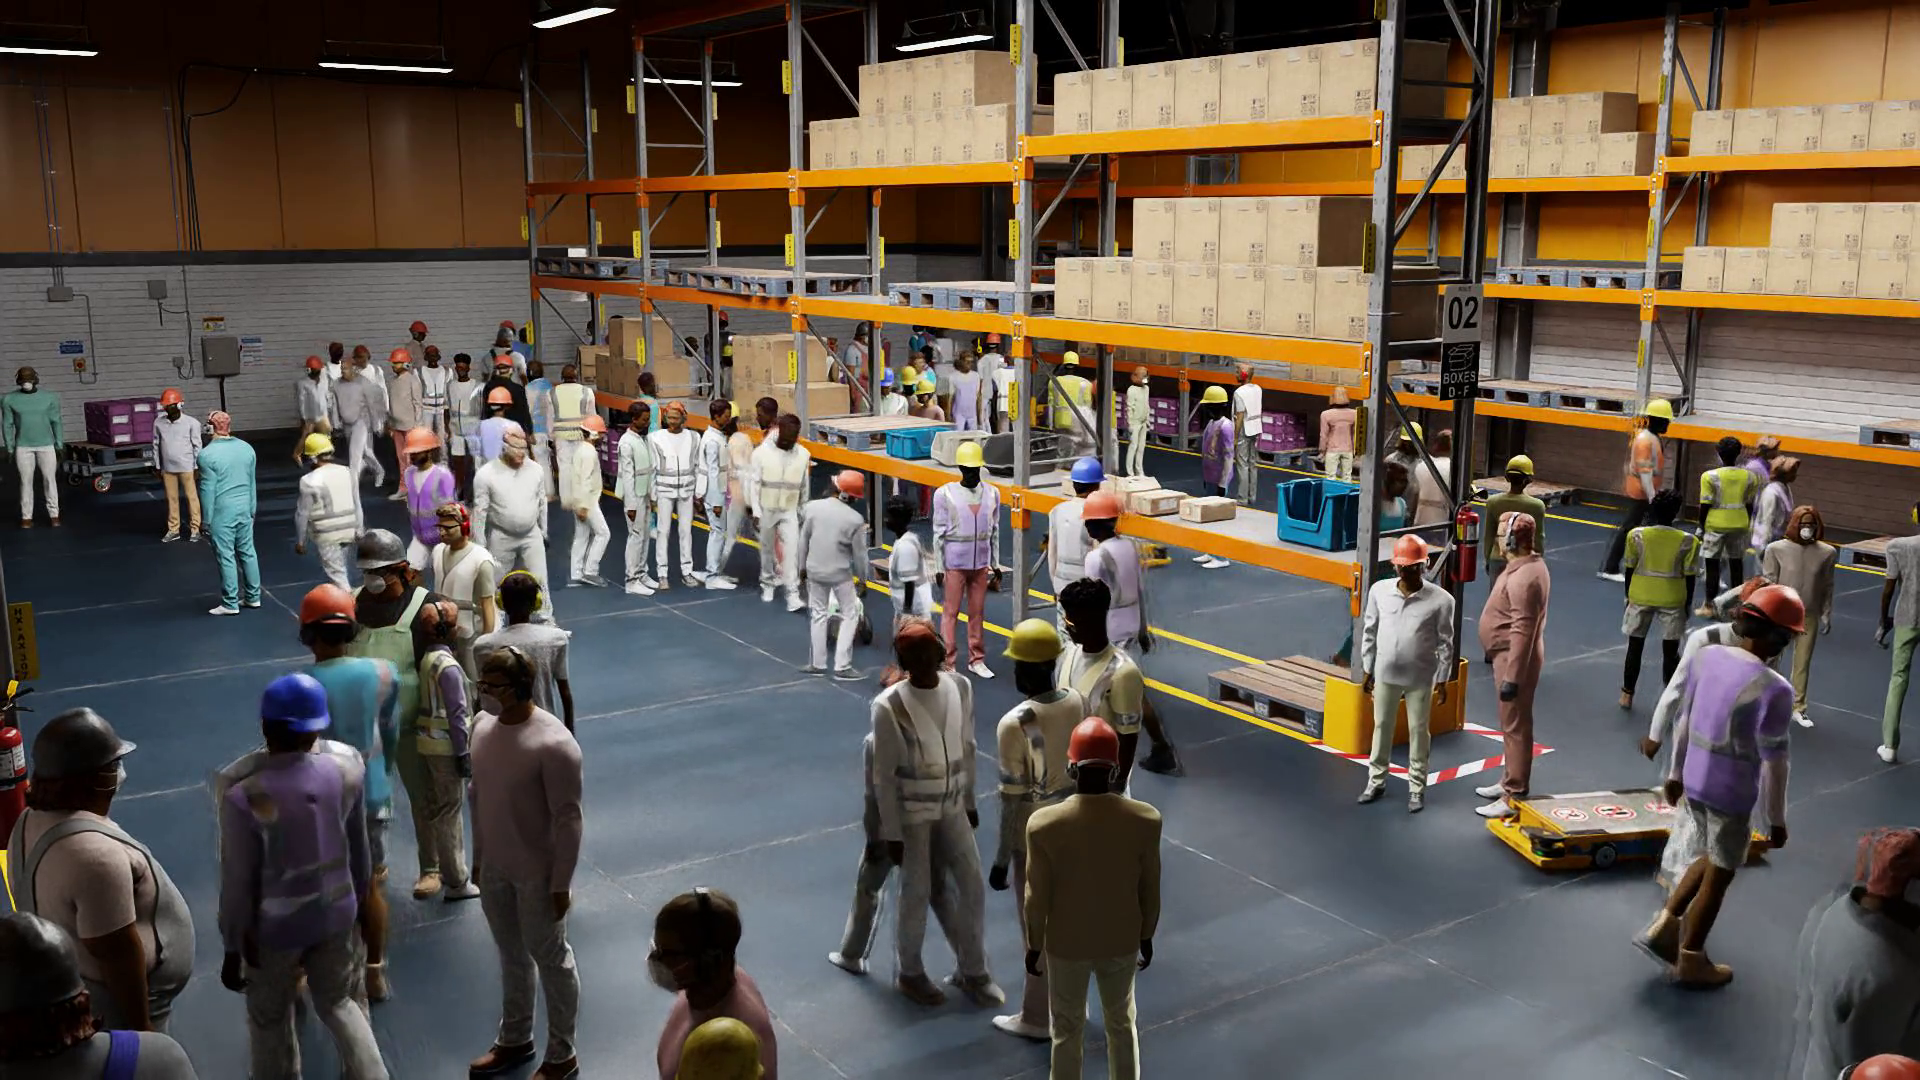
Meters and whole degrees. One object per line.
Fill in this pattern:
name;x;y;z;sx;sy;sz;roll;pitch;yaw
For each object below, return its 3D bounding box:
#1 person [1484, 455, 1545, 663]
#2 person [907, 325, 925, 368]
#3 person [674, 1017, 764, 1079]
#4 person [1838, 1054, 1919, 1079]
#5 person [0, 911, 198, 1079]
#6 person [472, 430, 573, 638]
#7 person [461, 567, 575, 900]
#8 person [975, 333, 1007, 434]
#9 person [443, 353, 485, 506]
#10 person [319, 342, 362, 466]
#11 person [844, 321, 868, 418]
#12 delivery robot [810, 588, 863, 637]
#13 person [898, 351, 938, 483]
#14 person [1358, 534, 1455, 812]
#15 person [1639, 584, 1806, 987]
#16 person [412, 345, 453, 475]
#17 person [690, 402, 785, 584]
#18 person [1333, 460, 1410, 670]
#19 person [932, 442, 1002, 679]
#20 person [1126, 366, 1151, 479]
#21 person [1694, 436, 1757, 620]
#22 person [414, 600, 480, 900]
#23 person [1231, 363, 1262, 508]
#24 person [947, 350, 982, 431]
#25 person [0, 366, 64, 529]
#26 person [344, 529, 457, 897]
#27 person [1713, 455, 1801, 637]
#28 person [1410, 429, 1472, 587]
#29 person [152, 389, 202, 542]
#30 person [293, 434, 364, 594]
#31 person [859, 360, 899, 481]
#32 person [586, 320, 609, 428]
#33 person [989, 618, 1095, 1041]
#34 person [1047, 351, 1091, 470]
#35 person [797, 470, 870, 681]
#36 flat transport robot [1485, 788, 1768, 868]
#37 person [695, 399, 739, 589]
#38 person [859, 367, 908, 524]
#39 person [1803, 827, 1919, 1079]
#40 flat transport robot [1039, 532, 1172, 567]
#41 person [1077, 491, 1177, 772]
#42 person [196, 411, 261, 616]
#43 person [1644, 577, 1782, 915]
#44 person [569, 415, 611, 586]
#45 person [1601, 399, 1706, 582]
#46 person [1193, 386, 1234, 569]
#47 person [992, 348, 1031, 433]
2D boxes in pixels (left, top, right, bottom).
person;4.550;0.179;13.670;0.338;1.761;0.524;-10;15;-42
person;-0.752;-3.157;30.520;0.428;1.845;0.621;6;13;28
person;-0.616;2.038;4.228;0.492;1.729;0.324;3;11;15
person;2.187;2.062;4.060;0.560;1.743;0.334;-3;11;-15
person;-2.255;1.895;4.155;0.535;2.000;0.684;7;13;33
person;-3.860;-0.020;14.417;0.712;1.871;0.650;-7;13;-33
person;-2.329;1.084;8.795;0.626;1.861;0.370;-5;12;-26
person;0.504;-2.215;25.483;0.544;1.929;0.387;4;12;18
person;-6.322;-1.412;21.271;0.607;1.966;0.367;1;11;7
person;-9.313;-2.031;24.783;0.971;1.843;0.577;8;14;35
person;-1.485;-2.446;26.369;0.538;2.000;0.689;8;14;35
delivery robot;-1.085;0.565;14.536;0.477;0.478;0.707;-3;11;-17
person;-0.595;-1.722;23.211;0.598;1.827;0.421;-3;12;-17
person;2.773;0.822;10.380;0.562;1.753;0.333;7;13;30
person;3.666;1.185;7.870;0.497;2.005;0.652;-2;11;-11
person;-7.439;-1.816;23.553;0.573;1.883;0.359;-6;13;-28
person;-2.172;-0.438;16.574;1.050;1.863;0.616;1;11;7
person;3.258;0.267;13.028;0.542;1.827;0.424;-9;14;-39
person;0.068;0.172;13.257;0.585;1.929;0.370;-5;12;-25
person;2.484;-1.606;23.150;0.292;1.623;0.506;9;14;37
person;7.016;-0.106;15.269;0.537;1.698;0.320;-1;11;-3
person;-2.814;1.137;9.060;0.313;1.642;0.513;-9;14;-38
person;3.641;-1.332;21.173;0.375;1.841;0.575;8;14;37
person;0.054;-1.752;23.353;0.541;1.831;0.457;-4;12;-22
person;-10.988;-1.100;19.745;0.635;1.936;0.355;-5;12;-26
person;-3.100;0.943;9.027;0.674;2.000;0.535;2;11;8
person;7.104;0.038;14.734;0.599;1.615;0.523;10;15;41
person;4.240;-0.080;14.894;0.684;1.808;0.587;-8;13;-35
person;-8.910;-0.849;18.935;0.560;1.752;0.325;0;11;1
person;-5.629;-0.040;14.666;0.765;1.799;0.588;5;12;22
person;-1.080;-1.590;22.755;0.625;1.749;0.532;-1;11;-3
person;-6.208;-2.822;28.584;0.368;1.933;0.627;-3;11;-15
person;0.360;1.297;7.505;0.385;1.926;0.589;10;15;42
person;1.442;-1.536;22.047;0.582;1.915;0.412;1;11;6
person;-1.025;0.273;13.344;0.642;1.700;0.325;5;12;23
flat transport robot;3.915;1.681;9.792;1.431;0.197;0.652;-2;11;-10
person;-2.428;-0.455;16.532;0.386;1.905;0.603;-1;11;-3
person;-0.901;-1.081;19.647;0.602;1.937;0.405;-2;11;-11
person;2.739;1.777;5.194;0.792;1.887;0.644;3;12;17
flat transport robot;1.556;0.084;17.967;0.652;0.197;1.431;-8;14;-36
person;1.049;0.609;11.177;1.048;1.876;0.549;7;13;33
person;-6.839;-0.252;15.489;0.401;1.906;0.649;4;12;21
person;4.022;1.078;8.870;0.608;1.831;0.677;-4;12;-21
person;-3.706;-0.384;16.619;0.492;1.720;0.583;-5;12;-23
person;6.971;-0.463;16.653;0.982;1.874;0.601;8;14;36
person;2.685;-0.662;17.532;0.369;1.925;0.594;-2;11;-8
person;0.723;-1.805;23.652;0.561;1.828;0.417;3;11;15
